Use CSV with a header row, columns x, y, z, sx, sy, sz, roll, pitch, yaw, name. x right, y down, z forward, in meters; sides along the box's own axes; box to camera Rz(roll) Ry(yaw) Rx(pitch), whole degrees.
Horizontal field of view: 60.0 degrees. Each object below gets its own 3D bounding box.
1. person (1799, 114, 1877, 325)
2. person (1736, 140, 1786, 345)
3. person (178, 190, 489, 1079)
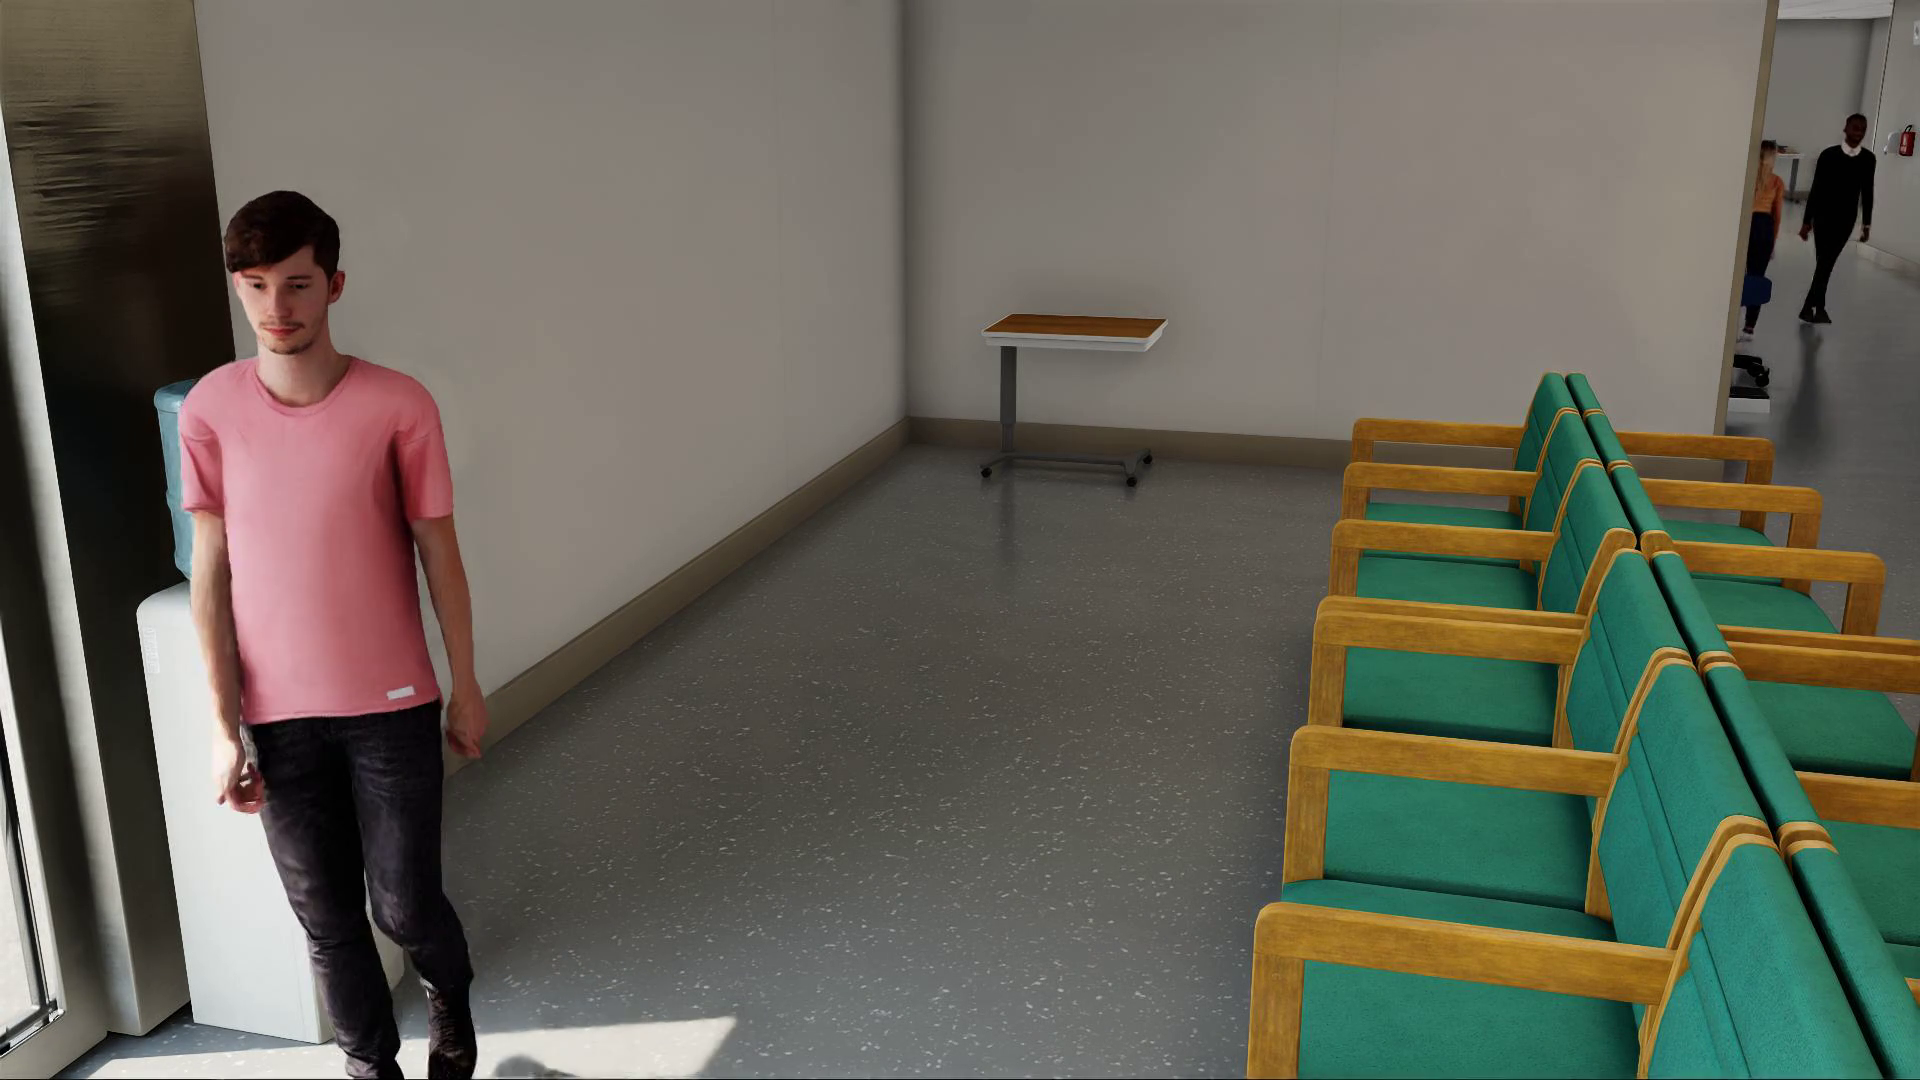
x,y,z,sx,sy,sz,roll,pitch,yaw,name
7.537,-2.763,14.411,0.922,1.779,0.827,2,16,6,person
6.327,-2.346,13.291,1.104,1.584,0.677,4,16,15,person
-1.198,0.296,3.278,0.845,1.933,0.839,-1,16,-4,person
